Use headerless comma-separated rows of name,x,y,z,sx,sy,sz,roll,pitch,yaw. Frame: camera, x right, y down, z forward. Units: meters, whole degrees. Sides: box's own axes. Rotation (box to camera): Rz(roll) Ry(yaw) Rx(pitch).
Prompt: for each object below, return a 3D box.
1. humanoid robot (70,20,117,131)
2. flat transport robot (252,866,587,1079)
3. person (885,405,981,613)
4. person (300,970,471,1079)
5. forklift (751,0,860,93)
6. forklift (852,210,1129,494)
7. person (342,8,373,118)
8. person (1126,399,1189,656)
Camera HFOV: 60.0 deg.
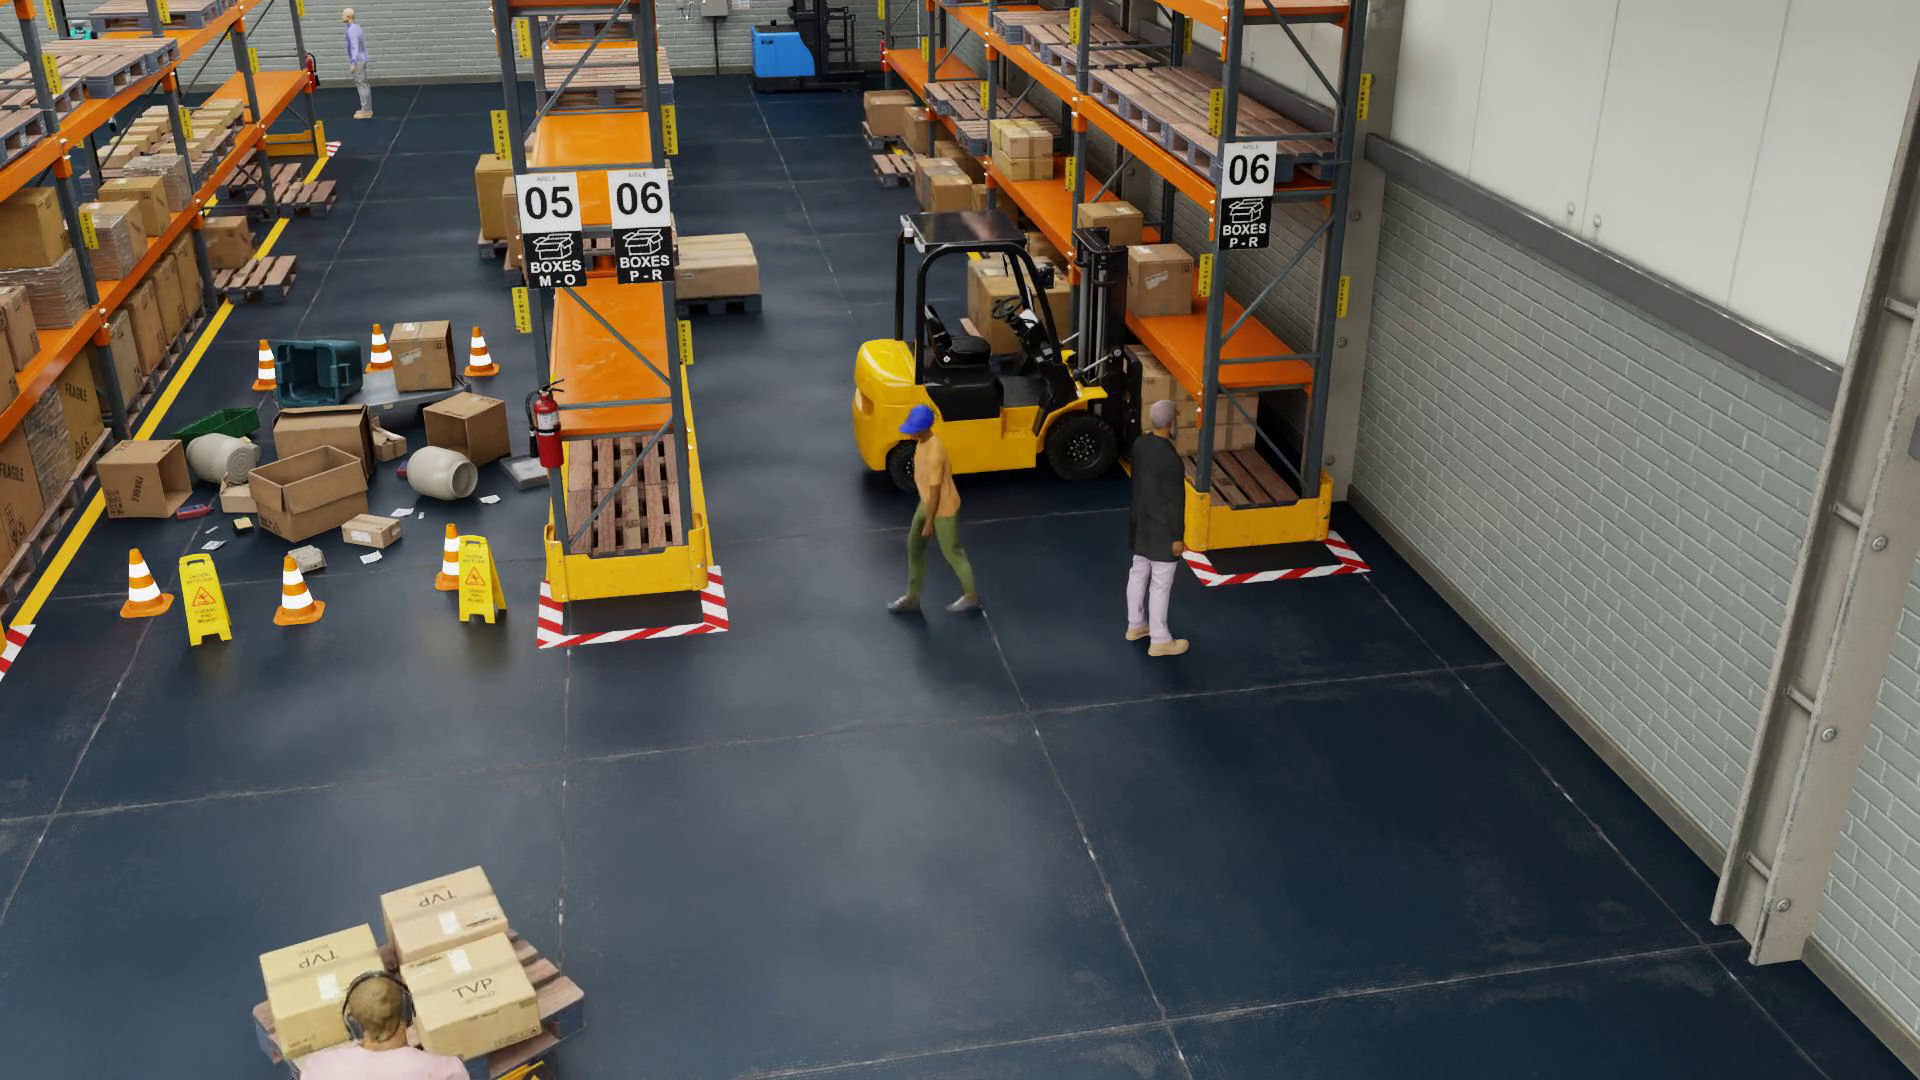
humanoid robot,-14.198,-7.572,27.252,0.548,1.812,0.887,-21,33,-36
flat transport robot,-2.587,2.458,8.011,0.659,0.231,1.431,-22,33,-38
person,-0.206,-0.204,11.922,0.806,1.672,0.470,-8,27,-17
person,-2.079,2.417,6.236,0.627,1.882,0.976,-2,26,-5
forklift,-2.872,-9.679,30.288,1.873,2.768,1.129,-5,26,-10
forklift,0.216,-1.659,14.366,2.313,2.155,1.214,-5,26,-10
person,-10.197,-8.077,28.182,0.390,1.799,0.600,-4,26,-8
person,1.359,-0.086,11.476,0.405,1.857,0.532,-13,29,-26
